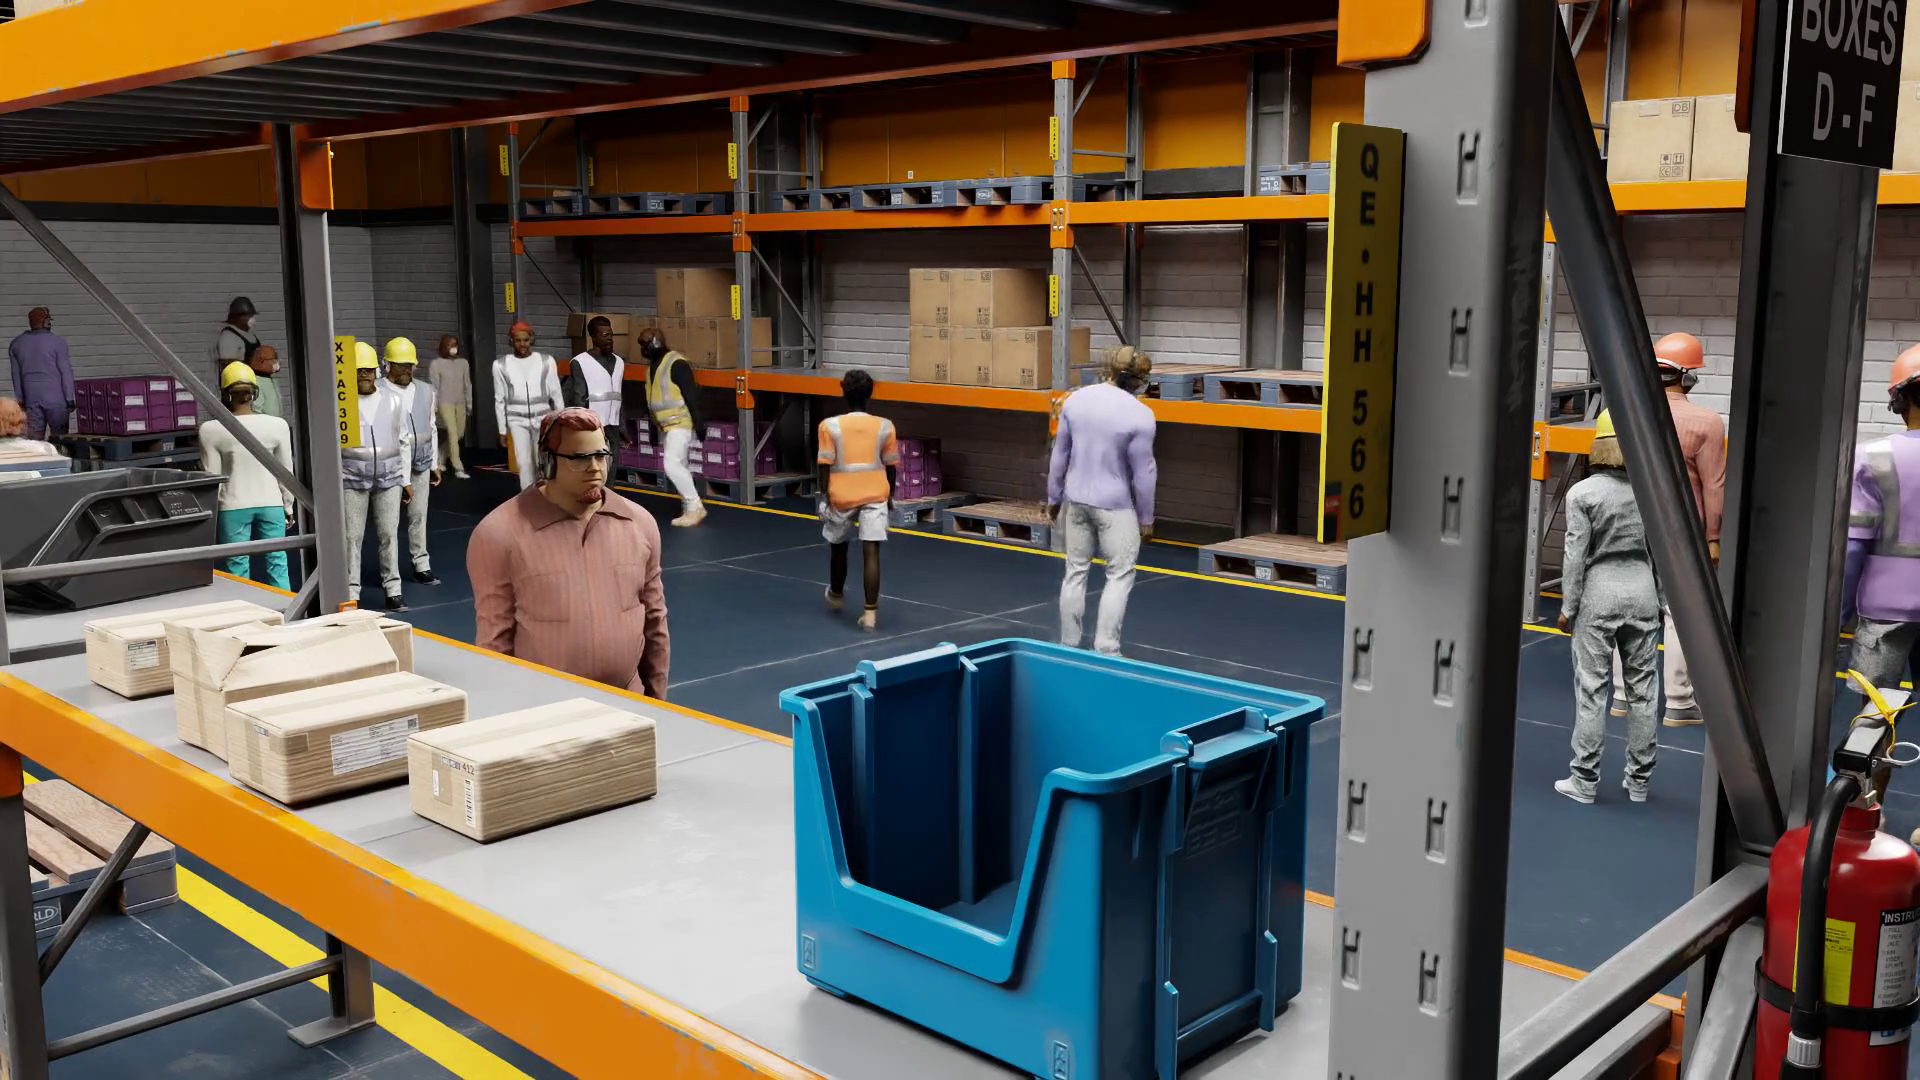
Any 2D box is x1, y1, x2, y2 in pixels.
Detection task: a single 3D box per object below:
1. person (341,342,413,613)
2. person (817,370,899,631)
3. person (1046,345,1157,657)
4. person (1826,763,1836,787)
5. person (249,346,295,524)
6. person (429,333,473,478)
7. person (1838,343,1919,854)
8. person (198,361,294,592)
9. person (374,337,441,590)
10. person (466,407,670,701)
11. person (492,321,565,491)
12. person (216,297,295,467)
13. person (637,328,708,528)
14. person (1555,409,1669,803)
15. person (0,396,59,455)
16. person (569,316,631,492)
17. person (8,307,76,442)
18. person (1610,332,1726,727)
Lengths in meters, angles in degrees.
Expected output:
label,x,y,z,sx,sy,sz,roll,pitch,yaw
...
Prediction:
label,x,y,z,sx,sy,sz,roll,pitch,yaw
person,-3.956,-0.403,11.120,0.600,1.832,0.404,-6,11,-33
person,-0.679,-0.276,10.848,0.552,1.652,0.863,-2,10,-13
person,0.779,-0.168,9.533,0.768,1.899,0.370,8,12,39
person,1.612,0.971,3.228,0.404,1.663,0.676,4,10,21
person,-6.181,-0.919,14.891,0.272,1.632,0.507,-1,9,-4
person,-5.702,-1.505,18.566,0.704,1.612,0.504,8,12,39
person,3.677,0.259,6.448,0.605,2.034,0.391,1,9,9
person,-4.257,-0.182,9.968,0.522,1.769,0.311,-6,11,-34
person,-4.033,-0.552,12.046,0.404,1.828,0.587,9,13,43
person,-1.188,0.531,5.210,0.635,1.899,0.402,-7,11,-35
person,-3.906,-1.064,15.098,0.636,1.859,0.826,-3,10,-17
person,-7.905,-1.731,18.623,0.974,2.000,0.703,0,9,2
person,-2.578,-0.998,14.909,0.548,1.795,0.659,-6,11,-35
person,2.833,0.281,7.216,0.485,1.739,0.304,0,9,-2
person,-5.274,0.009,9.230,0.700,1.609,0.546,9,13,43
person,-3.054,-0.938,14.133,0.392,1.920,0.587,5,11,29
person,-9.813,-1.542,17.876,0.642,1.910,0.401,1,9,4
person,3.590,-0.052,8.470,0.375,1.995,0.611,-8,12,-41
